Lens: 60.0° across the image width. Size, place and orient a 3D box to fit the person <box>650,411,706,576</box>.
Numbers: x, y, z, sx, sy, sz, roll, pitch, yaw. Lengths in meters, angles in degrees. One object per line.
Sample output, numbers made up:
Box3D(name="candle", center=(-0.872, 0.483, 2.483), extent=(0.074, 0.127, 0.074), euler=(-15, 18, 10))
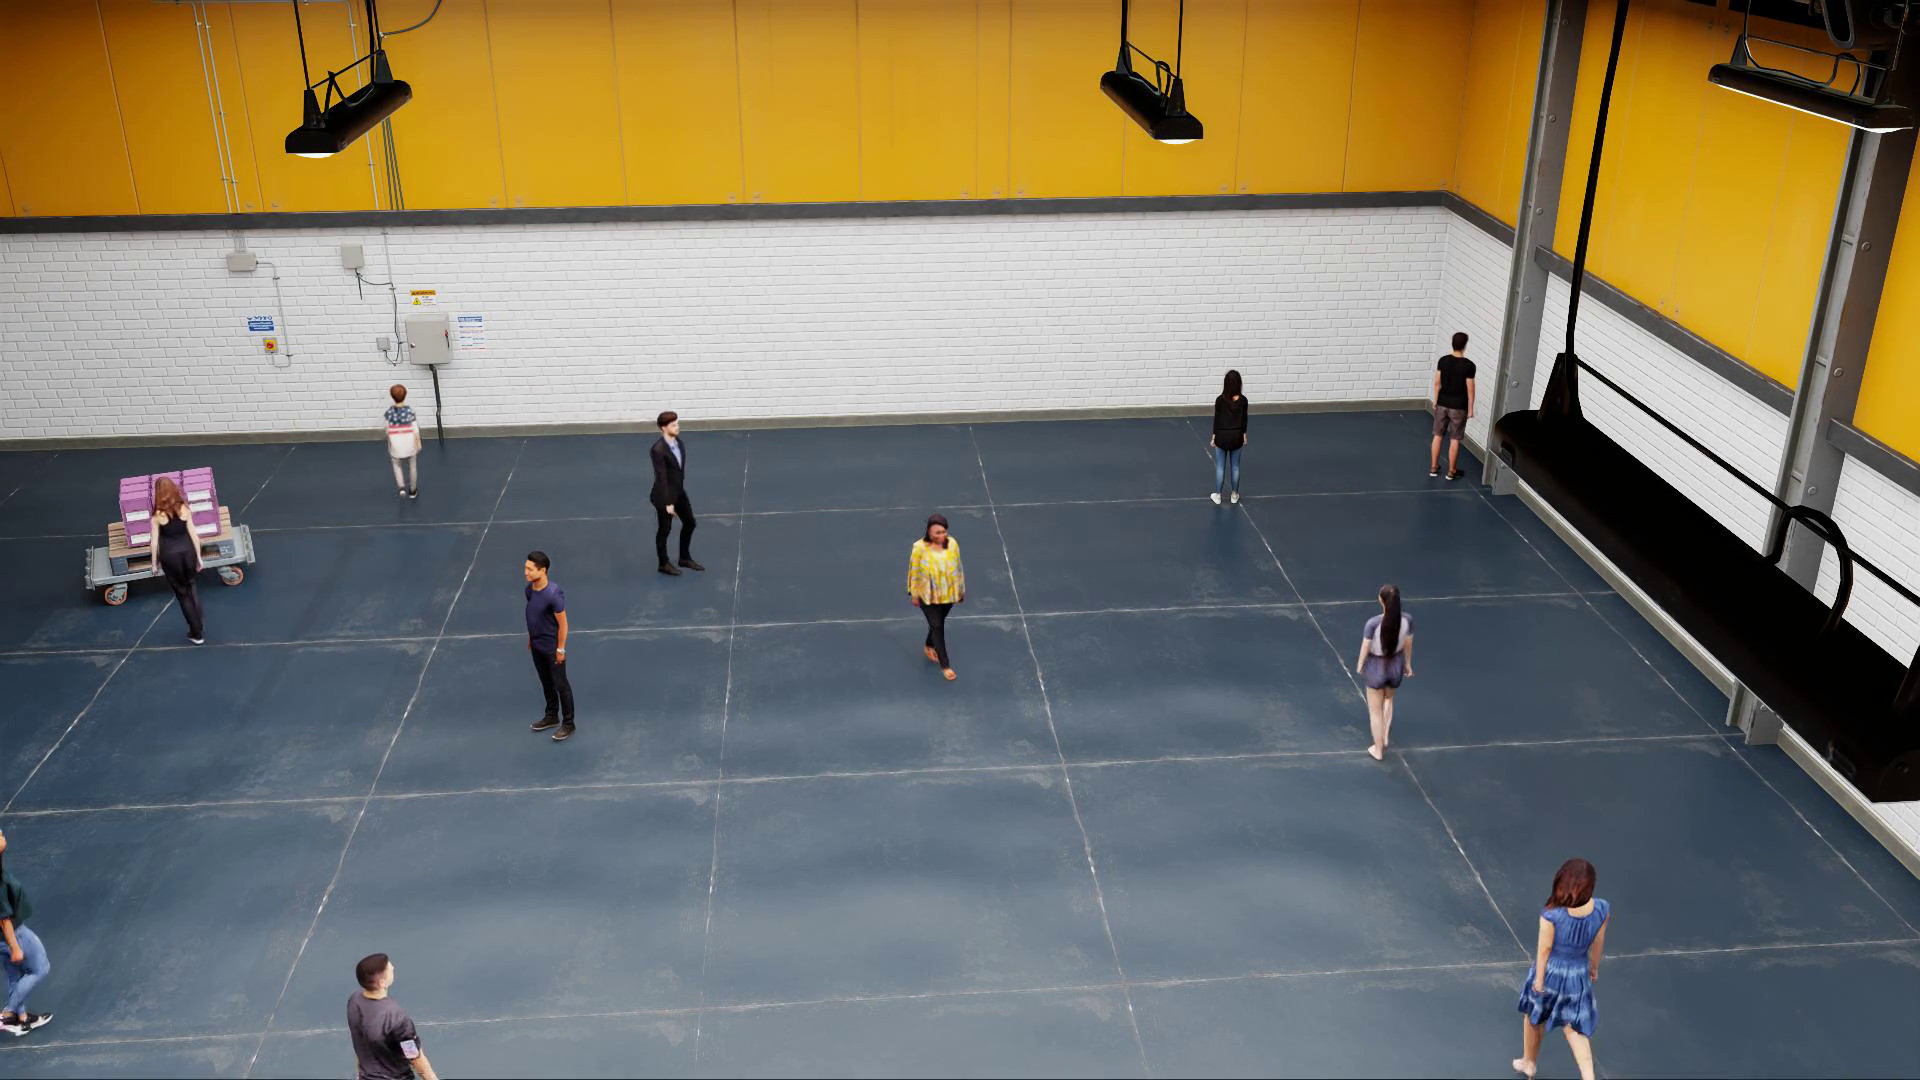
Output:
Box3D(name="person", center=(-3.199, -0.500, 17.918), extent=(0.903, 1.874, 0.827), euler=(11, 26, 24))

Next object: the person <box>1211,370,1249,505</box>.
Box3D(name="person", center=(3.218, -1.234, 19.885), extent=(0.590, 1.644, 0.525), euler=(0, 24, -1))

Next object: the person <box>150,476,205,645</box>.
Box3D(name="person", center=(-7.684, 0.225, 16.438), extent=(0.855, 1.731, 0.794), euler=(19, 30, 36))

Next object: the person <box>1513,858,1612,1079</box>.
Box3D(name="person", center=(3.803, 2.838, 10.397), extent=(0.712, 1.783, 1.077), euler=(-4, 24, -10))

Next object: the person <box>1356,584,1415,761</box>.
Box3D(name="person", center=(3.714, 1.178, 14.377), extent=(0.640, 1.636, 0.619), euler=(-5, 24, -10))

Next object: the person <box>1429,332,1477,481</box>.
Box3D(name="person", center=(6.090, -1.674, 20.620), extent=(0.760, 1.861, 0.807), euler=(17, 29, 34))

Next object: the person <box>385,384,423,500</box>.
Box3D(name="person", center=(-6.697, -1.160, 19.978), extent=(0.576, 1.434, 0.604), euler=(-6, 24, -13))

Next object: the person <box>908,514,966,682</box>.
Box3D(name="person", center=(-0.247, 0.502, 15.952), extent=(0.934, 1.613, 1.128), euler=(-12, 26, -26))

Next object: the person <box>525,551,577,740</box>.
Box3D(name="person", center=(-3.655, 0.912, 14.790), extent=(0.706, 1.793, 0.758), euler=(18, 29, 35))

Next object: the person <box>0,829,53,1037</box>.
Box3D(name="person", center=(-6.417, 2.651, 11.045), extent=(0.739, 1.607, 0.800), euler=(20, 31, 38))

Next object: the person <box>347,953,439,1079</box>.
Box3D(name="person", center=(-3.368, 3.196, 9.629), extent=(0.959, 1.742, 1.022), euler=(18, 30, 36))
